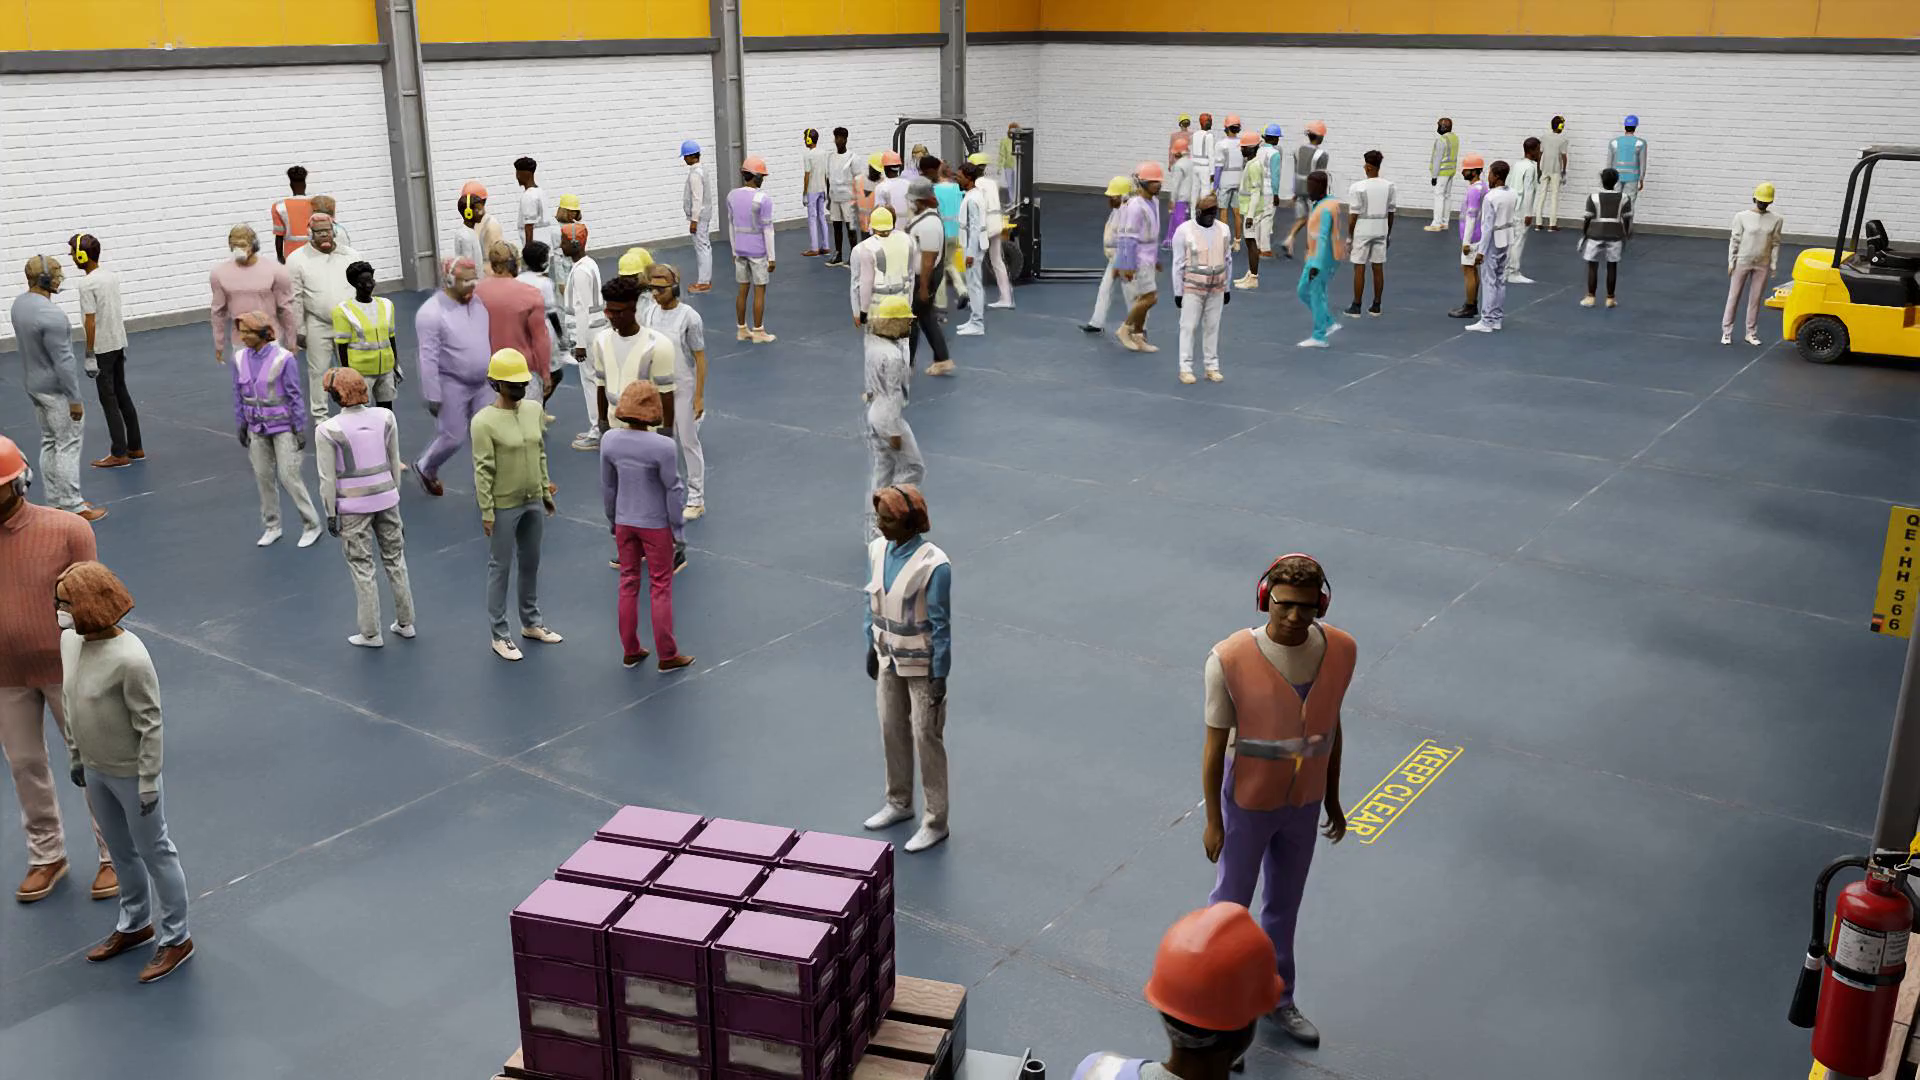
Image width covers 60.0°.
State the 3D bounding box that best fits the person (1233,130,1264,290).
[{"bbox_3d":[3.756,-4.292,21.681,0.393,2.039,0.613,2,18,8],"label":"person"}]

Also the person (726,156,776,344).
[{"bbox_3d":[-2.239,-3.149,18.135,0.612,2.029,0.407,12,21,33],"label":"person"}]

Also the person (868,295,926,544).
[{"bbox_3d":[-0.451,-0.789,11.218,0.414,1.722,0.518,-5,19,-16],"label":"person"}]

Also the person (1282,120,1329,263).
[{"bbox_3d":[4.983,-4.969,23.825,0.574,2.026,0.629,-13,22,-35],"label":"person"}]

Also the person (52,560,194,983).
[{"bbox_3d":[-3.156,0.860,6.226,0.500,1.633,0.285,10,20,28],"label":"person"}]

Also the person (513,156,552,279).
[{"bbox_3d":[-4.839,-3.371,18.943,0.378,1.958,0.599,0,18,-1],"label":"person"}]

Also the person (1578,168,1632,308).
[{"bbox_3d":[7.897,-3.697,20.373,0.551,1.696,0.322,3,18,9],"label":"person"}]

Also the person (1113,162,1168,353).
[{"bbox_3d":[1.965,-2.953,17.527,0.417,2.029,0.617,8,19,23],"label":"person"}]

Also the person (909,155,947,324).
[{"bbox_3d":[-0.470,-3.477,19.276,0.571,1.943,0.621,-1,18,-2],"label":"person"}]

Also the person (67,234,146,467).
[{"bbox_3d":[-6.828,-1.506,13.270,0.337,1.858,0.523,0,18,1],"label":"person"}]

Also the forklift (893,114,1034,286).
[{"bbox_3d":[-0.171,-4.594,22.377,2.313,2.155,1.214,1,18,3],"label":"forklift"}]

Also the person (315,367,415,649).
[{"bbox_3d":[-3.399,-0.183,9.504,0.324,1.630,0.507,14,23,38],"label":"person"}]

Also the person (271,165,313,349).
[{"bbox_3d":[-7.030,-3.029,17.876,0.608,1.955,0.385,-7,19,-21],"label":"person"}]

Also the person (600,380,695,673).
[{"bbox_3d":[-1.728,-0.073,9.145,0.502,1.631,0.285,8,19,24],"label":"person"}]

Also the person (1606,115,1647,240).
[{"bbox_3d":[10.523,-5.727,26.319,0.605,1.948,0.384,10,20,28],"label":"person"}]

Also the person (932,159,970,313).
[{"bbox_3d":[-0.162,-3.620,19.922,0.575,1.826,0.462,-16,24,-40],"label":"person"}]

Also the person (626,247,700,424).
[{"bbox_3d":[-2.462,-1.553,13.646,0.547,1.711,0.525,-6,19,-19],"label":"person"}]

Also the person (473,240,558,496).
[{"bbox_3d":[-3.317,-1.236,12.291,0.630,1.936,0.366,2,18,7],"label":"person"}]

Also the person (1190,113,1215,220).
[{"bbox_3d":[4.064,-6.156,27.770,0.356,1.882,0.574,-10,20,-29],"label":"person"}]

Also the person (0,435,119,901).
[{"bbox_3d":[-3.745,0.521,6.726,0.628,1.982,0.403,-3,18,-9],"label":"person"}]

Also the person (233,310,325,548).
[{"bbox_3d":[-4.651,-0.747,11.264,0.532,1.622,0.326,6,19,17],"label":"person"}]

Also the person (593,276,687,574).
[{"bbox_3d":[-2.081,-0.724,10.677,0.619,1.952,0.398,9,20,26],"label":"person"}]

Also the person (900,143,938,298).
[{"bbox_3d":[-0.476,-4.045,21.101,0.635,1.928,0.383,6,19,17],"label":"person"}]

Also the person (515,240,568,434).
[{"bbox_3d":[-3.648,-1.738,14.273,0.480,1.668,0.552,-17,24,-42],"label":"person"}]

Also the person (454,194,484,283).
[{"bbox_3d":[-4.686,-2.395,16.045,0.325,1.862,0.511,-5,18,-16],"label":"person"}]

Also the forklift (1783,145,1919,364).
[{"bbox_3d":[9.803,-2.879,17.013,2.313,2.155,1.214,12,21,33],"label":"forklift"}]

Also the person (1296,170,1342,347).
[{"bbox_3d":[3.878,-3.023,17.950,0.440,1.897,0.599,0,18,0],"label":"person"}]

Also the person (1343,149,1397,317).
[{"bbox_3d":[4.849,-3.626,19.717,0.606,1.967,0.367,-5,18,-15],"label":"person"}]

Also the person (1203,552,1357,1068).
[{"bbox_3d":[1.076,0.906,5.745,0.564,1.842,0.392,-7,19,-22],"label":"person"}]

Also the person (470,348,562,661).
[{"bbox_3d":[-2.483,-0.209,9.356,0.327,1.767,0.533,10,20,29],"label":"person"}]

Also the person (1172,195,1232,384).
[{"bbox_3d":[2.368,-2.447,16.256,0.634,1.833,0.429,-6,19,-19],"label":"person"}]

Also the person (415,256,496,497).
[{"bbox_3d":[-3.675,-1.139,12.105,0.748,1.872,0.687,11,21,31],"label":"person"}]

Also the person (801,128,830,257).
[{"bbox_3d":[-2.148,-5.140,24.630,0.311,1.859,0.511,12,21,33],"label":"person"}]

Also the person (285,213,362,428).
[{"bbox_3d":[-5.351,-1.828,14.190,0.643,1.910,0.399,-12,21,-33],"label":"person"}]
